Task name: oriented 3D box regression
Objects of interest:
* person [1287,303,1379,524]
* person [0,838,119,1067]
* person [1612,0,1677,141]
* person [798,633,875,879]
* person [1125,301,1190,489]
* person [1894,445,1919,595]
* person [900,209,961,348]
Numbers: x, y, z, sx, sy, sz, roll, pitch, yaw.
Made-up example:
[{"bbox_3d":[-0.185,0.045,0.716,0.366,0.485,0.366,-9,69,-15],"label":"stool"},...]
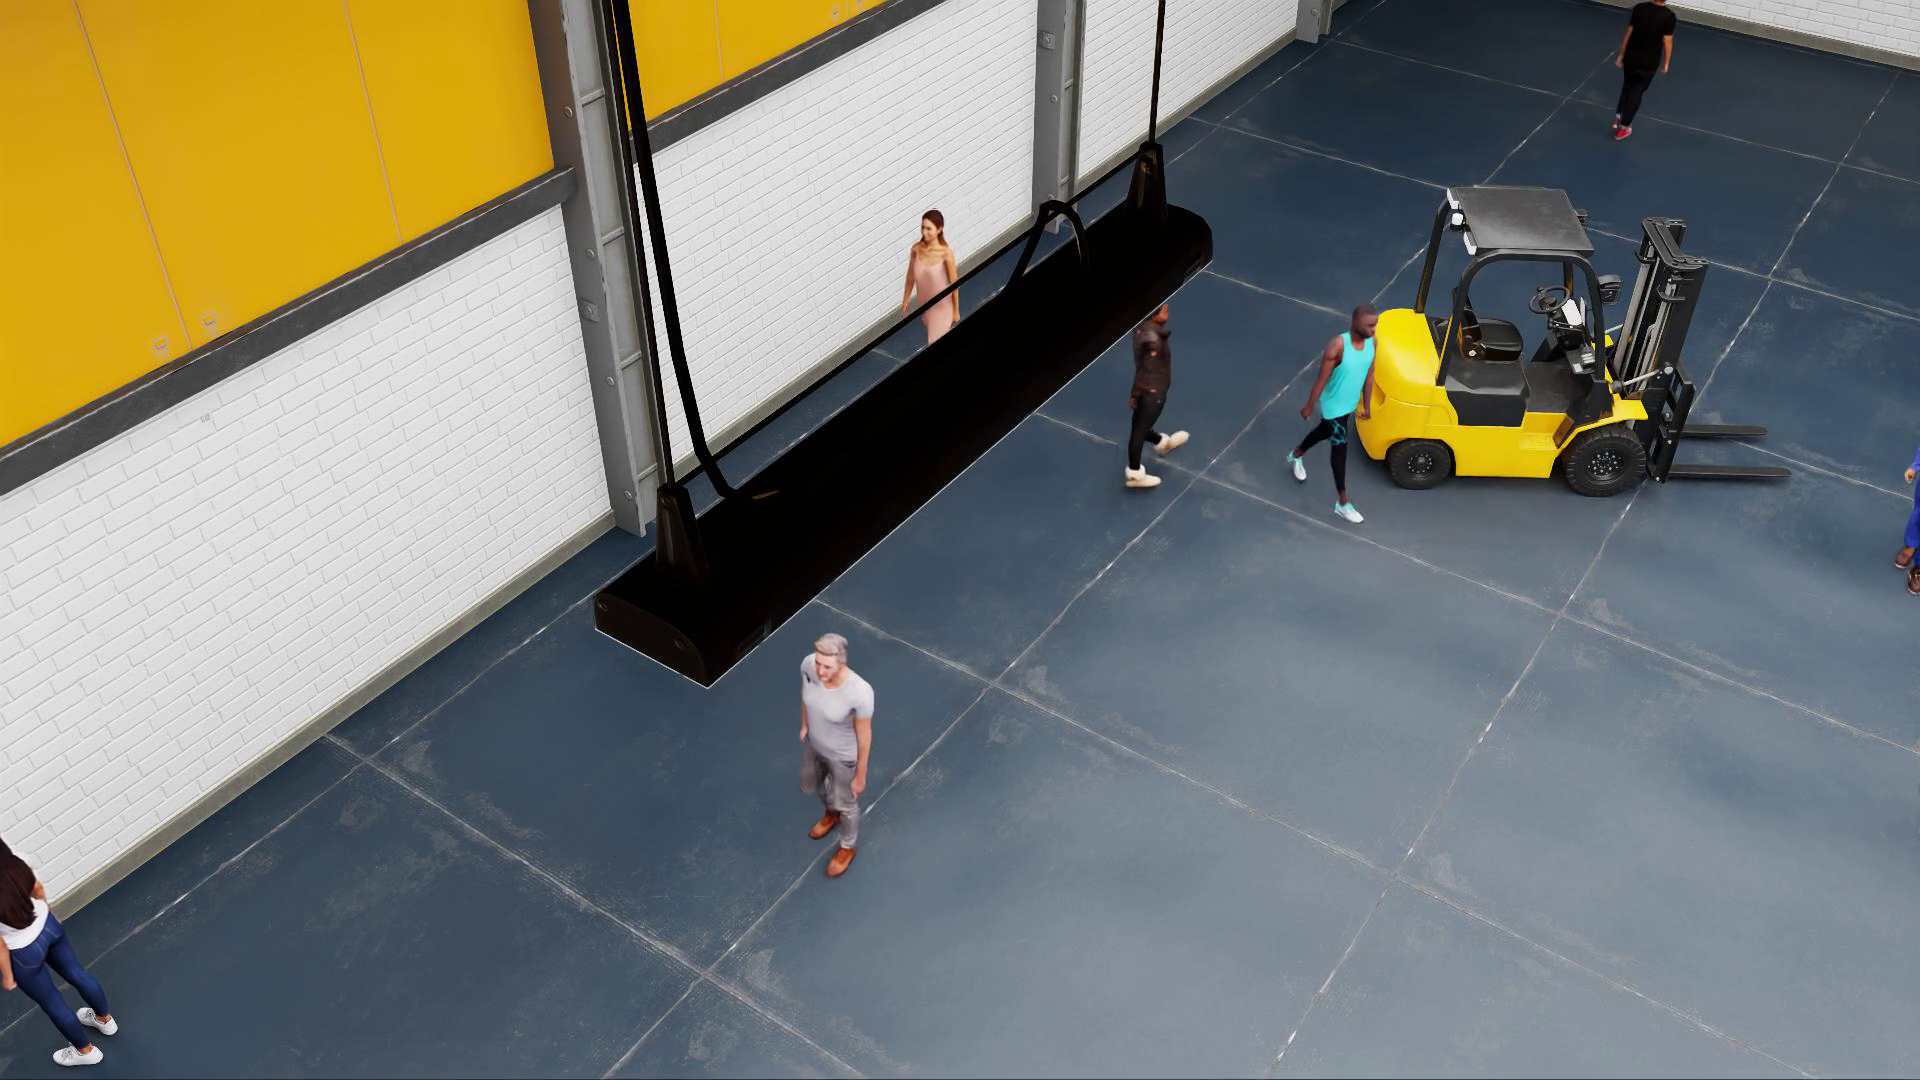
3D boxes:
[{"bbox_3d":[2.867,-1.087,12.845,1.216,1.758,1.051,-19,42,-22],"label":"person"},{"bbox_3d":[-4.888,2.145,8.785,0.723,1.774,0.587,7,39,9],"label":"person"},{"bbox_3d":[7.320,-5.154,17.945,0.712,1.747,0.722,30,47,32],"label":"person"},{"bbox_3d":[-0.696,1.199,9.932,0.767,1.820,0.685,27,46,30],"label":"person"},{"bbox_3d":[1.470,-1.138,12.997,0.947,1.647,0.892,32,48,34],"label":"person"},{"bbox_3d":[7.225,-0.536,12.088,0.719,1.840,0.828,28,46,30],"label":"person"},{"bbox_3d":[-0.156,-1.943,13.901,0.596,1.776,1.095,24,44,27],"label":"person"}]
